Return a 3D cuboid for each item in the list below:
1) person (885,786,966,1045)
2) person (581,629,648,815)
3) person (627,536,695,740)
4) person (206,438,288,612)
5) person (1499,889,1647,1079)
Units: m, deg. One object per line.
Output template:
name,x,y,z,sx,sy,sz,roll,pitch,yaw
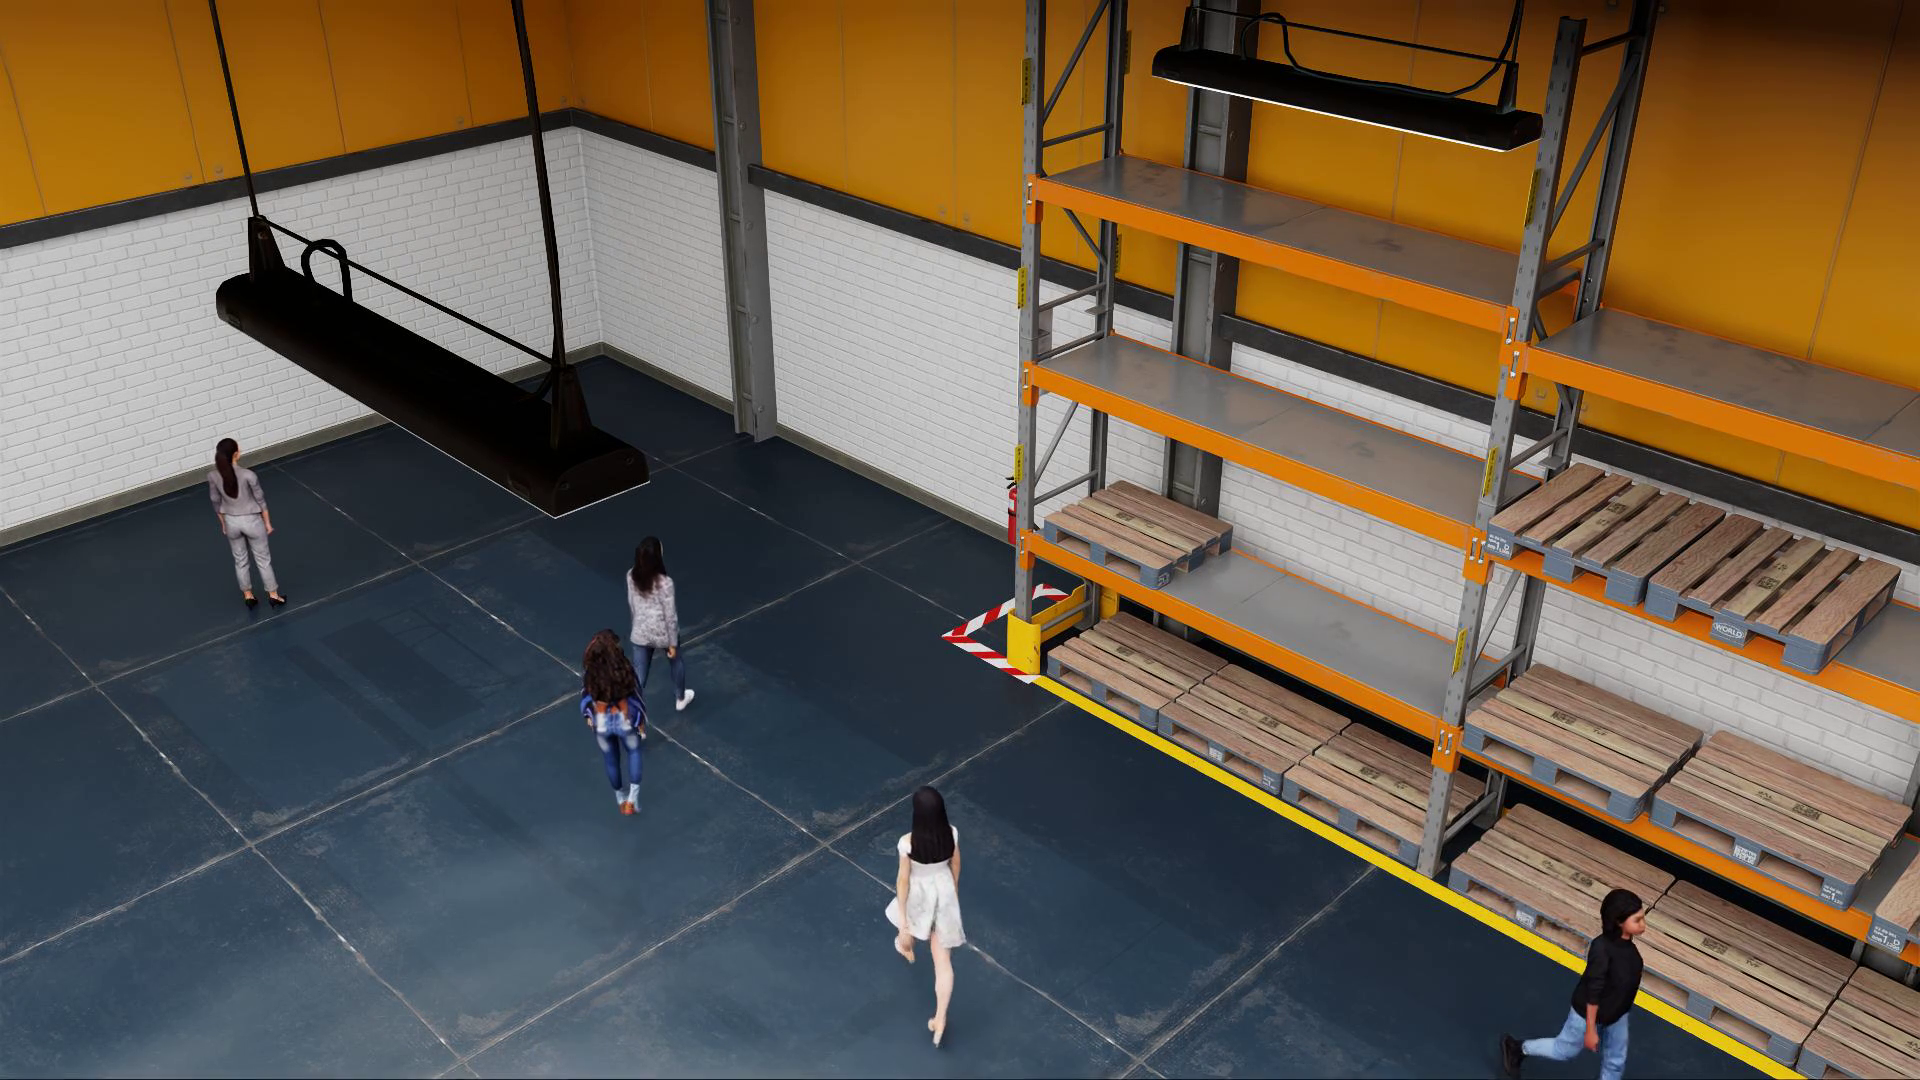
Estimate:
person,-0.152,2.341,10.292,0.971,1.734,1.228,-9,30,-16
person,-2.531,1.379,12.182,0.762,1.614,0.807,-3,29,-6
person,-2.470,0.799,13.160,1.172,1.695,1.037,8,30,14
person,-6.400,-0.127,14.874,0.720,1.679,0.776,-1,29,-1
person,3.624,2.711,9.688,0.649,1.665,1.107,-21,35,-33
